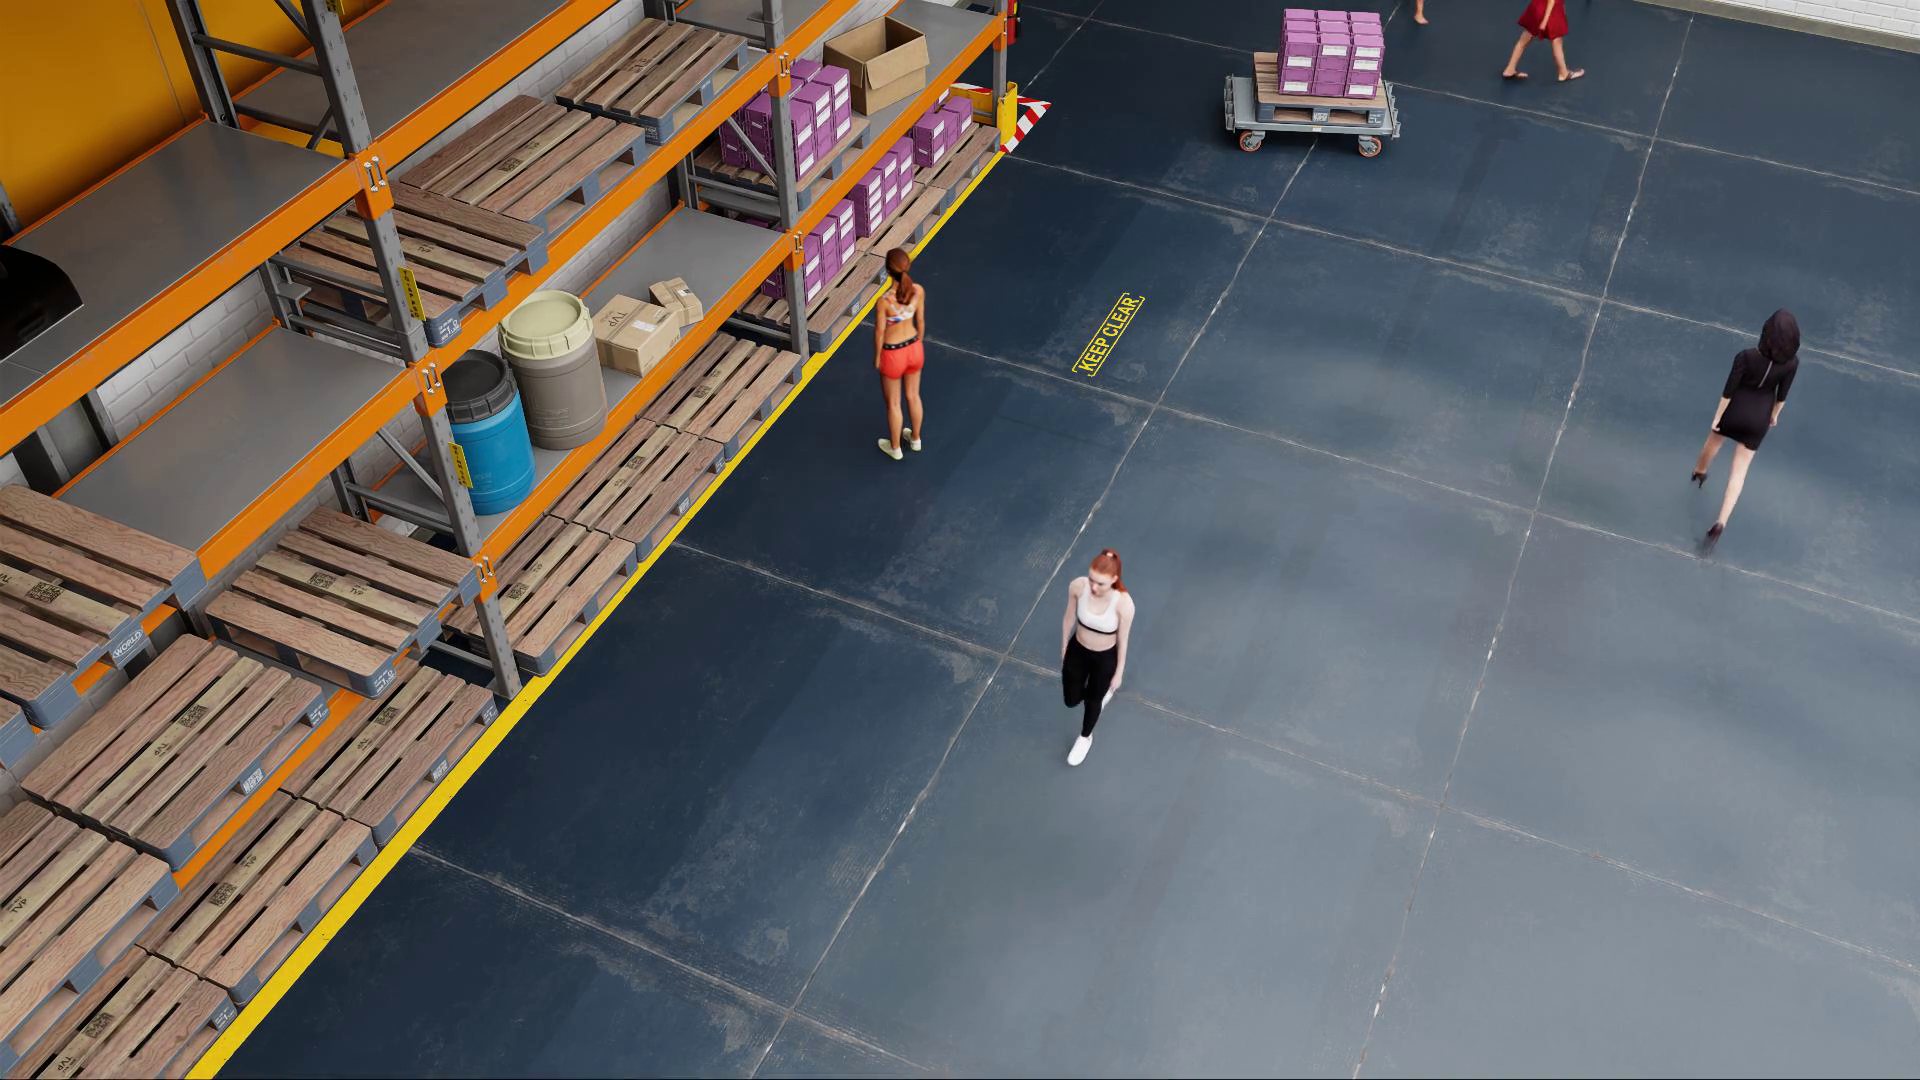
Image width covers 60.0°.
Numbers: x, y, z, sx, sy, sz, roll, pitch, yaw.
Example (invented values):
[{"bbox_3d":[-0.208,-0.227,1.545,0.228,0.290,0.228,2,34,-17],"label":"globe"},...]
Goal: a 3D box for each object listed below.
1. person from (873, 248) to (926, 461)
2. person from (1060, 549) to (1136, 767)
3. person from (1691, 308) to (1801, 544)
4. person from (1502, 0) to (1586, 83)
[{"bbox_3d":[-0.430,-1.370,12.348,0.621,1.788,0.713,-25,49,-24],"label":"person"},{"bbox_3d":[0.865,0.666,10.249,0.618,1.736,0.739,21,47,21],"label":"person"},{"bbox_3d":[5.532,-0.764,11.734,0.727,1.759,1.165,11,45,11],"label":"person"},{"bbox_3d":[5.804,-5.295,16.669,0.853,1.511,1.016,1,44,1],"label":"person"}]
